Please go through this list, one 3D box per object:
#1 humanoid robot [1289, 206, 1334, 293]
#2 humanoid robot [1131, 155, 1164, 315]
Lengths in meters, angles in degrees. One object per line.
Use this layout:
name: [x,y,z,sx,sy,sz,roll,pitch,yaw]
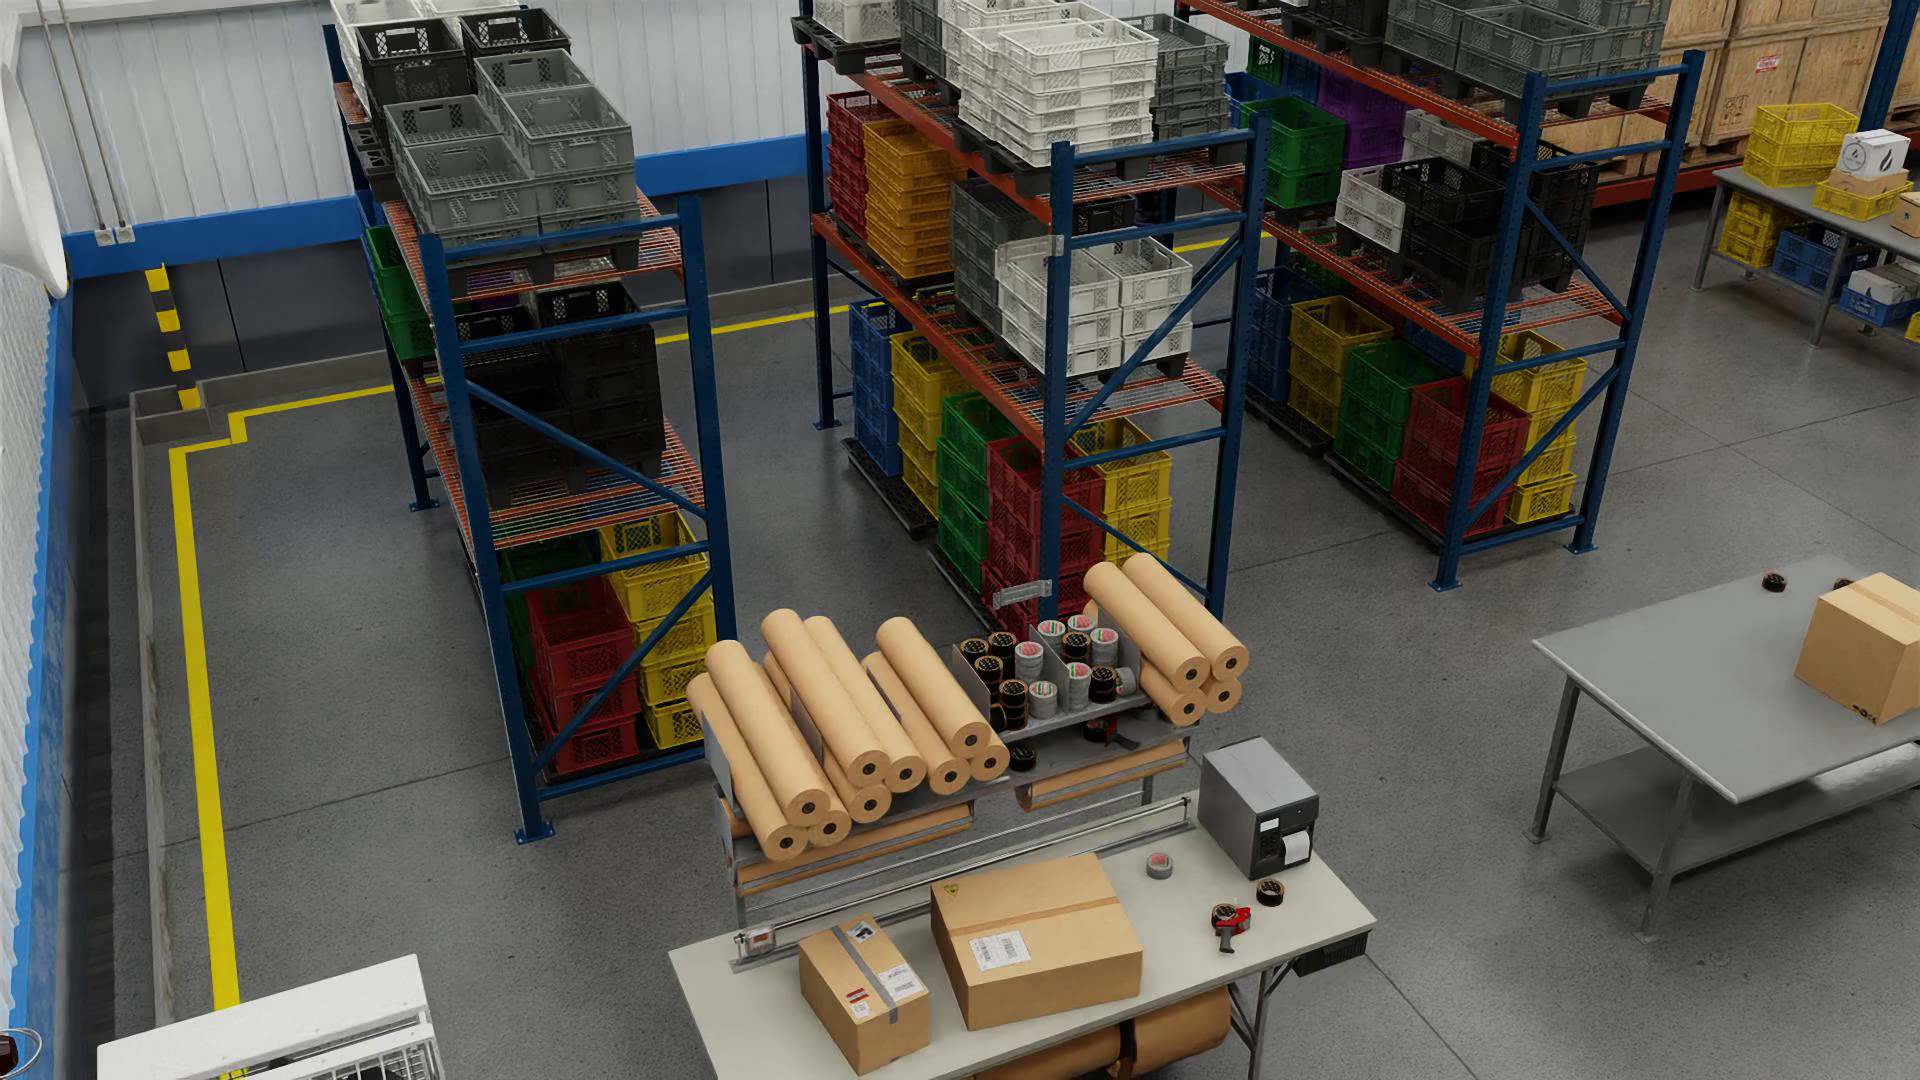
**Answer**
humanoid robot: [2.771,-2.774,13.120,0.586,1.657,0.327,-1,32,-1]
humanoid robot: [1.384,-2.220,12.218,0.331,1.657,0.600,-5,32,-7]
